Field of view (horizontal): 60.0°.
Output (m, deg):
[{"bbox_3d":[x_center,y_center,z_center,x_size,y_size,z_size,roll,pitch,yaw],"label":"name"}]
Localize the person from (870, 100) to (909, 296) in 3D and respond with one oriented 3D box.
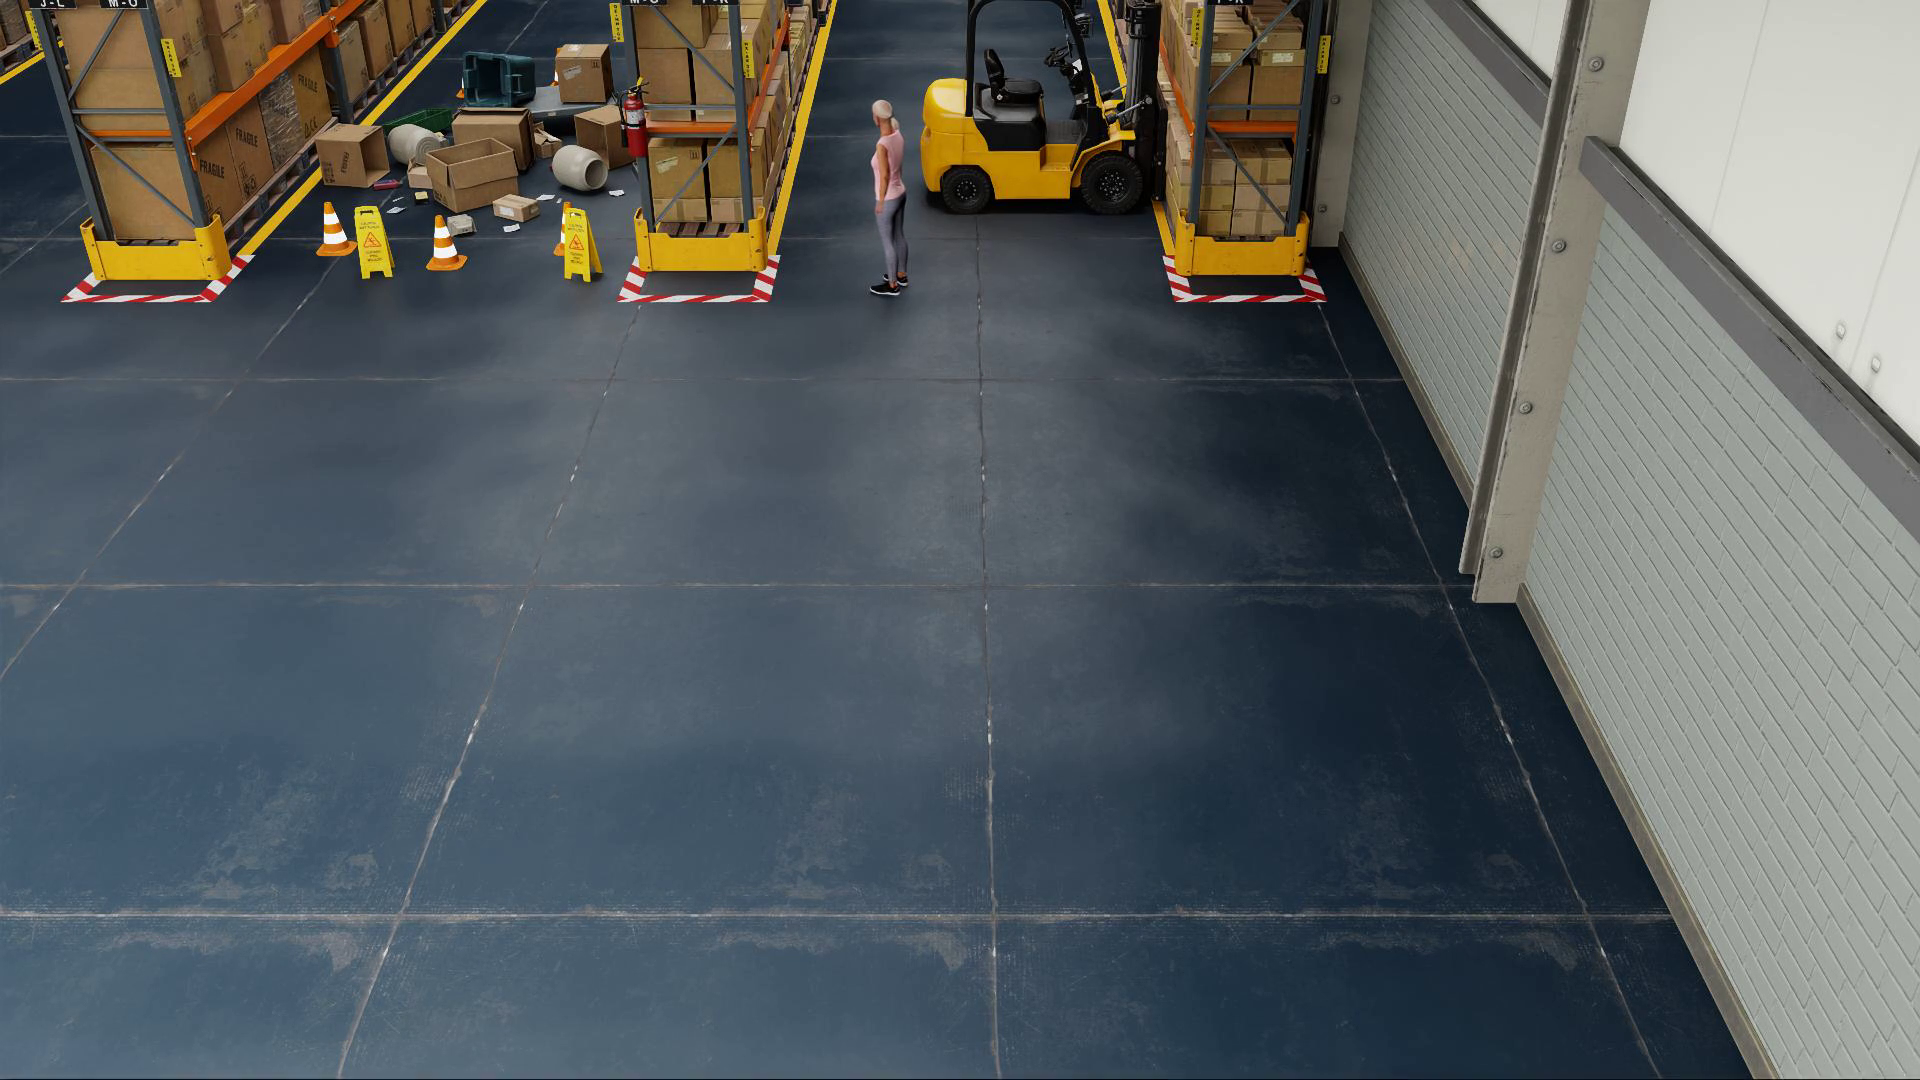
[{"bbox_3d":[-0.603,-2.992,14.535,0.700,1.720,0.585,14,35,21],"label":"person"}]
